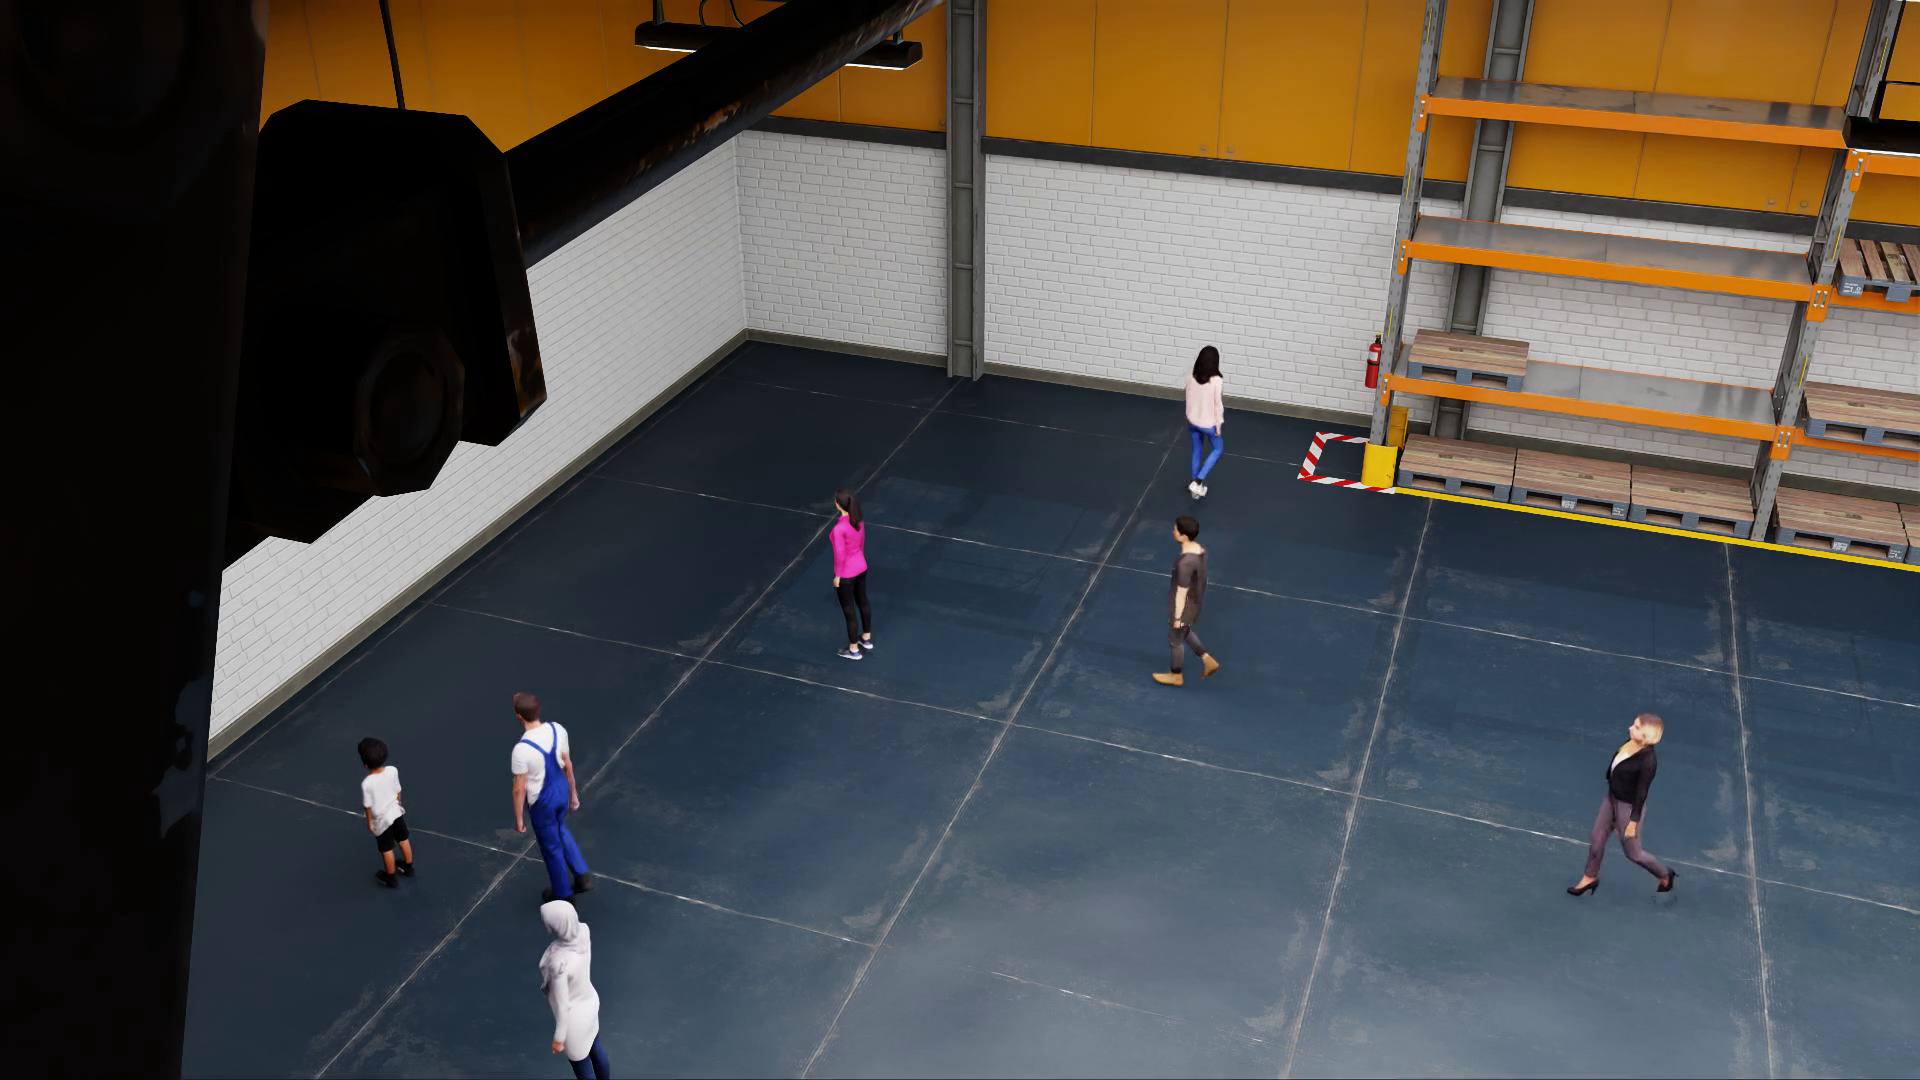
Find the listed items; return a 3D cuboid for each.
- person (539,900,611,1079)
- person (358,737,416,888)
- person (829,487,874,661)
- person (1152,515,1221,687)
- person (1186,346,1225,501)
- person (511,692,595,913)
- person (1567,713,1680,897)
[{"bbox_3d":[-2.348,2.917,10.225,0.584,1.777,0.646,5,29,8],"label":"person"},{"bbox_3d":[-4.282,2.025,12.403,0.545,1.257,0.524,18,33,29],"label":"person"},{"bbox_3d":[-0.986,0.287,15.129,0.609,1.699,0.625,16,32,27],"label":"person"},{"bbox_3d":[2.055,0.563,14.618,0.843,1.702,0.683,14,32,24],"label":"person"},{"bbox_3d":[2.561,-1.210,17.809,0.757,1.760,0.849,24,36,36],"label":"person"},{"bbox_3d":[-2.902,1.923,11.982,0.804,1.839,0.729,16,33,27],"label":"person"},{"bbox_3d":[4.931,1.979,12.084,1.073,1.645,0.793,1,29,2],"label":"person"}]
